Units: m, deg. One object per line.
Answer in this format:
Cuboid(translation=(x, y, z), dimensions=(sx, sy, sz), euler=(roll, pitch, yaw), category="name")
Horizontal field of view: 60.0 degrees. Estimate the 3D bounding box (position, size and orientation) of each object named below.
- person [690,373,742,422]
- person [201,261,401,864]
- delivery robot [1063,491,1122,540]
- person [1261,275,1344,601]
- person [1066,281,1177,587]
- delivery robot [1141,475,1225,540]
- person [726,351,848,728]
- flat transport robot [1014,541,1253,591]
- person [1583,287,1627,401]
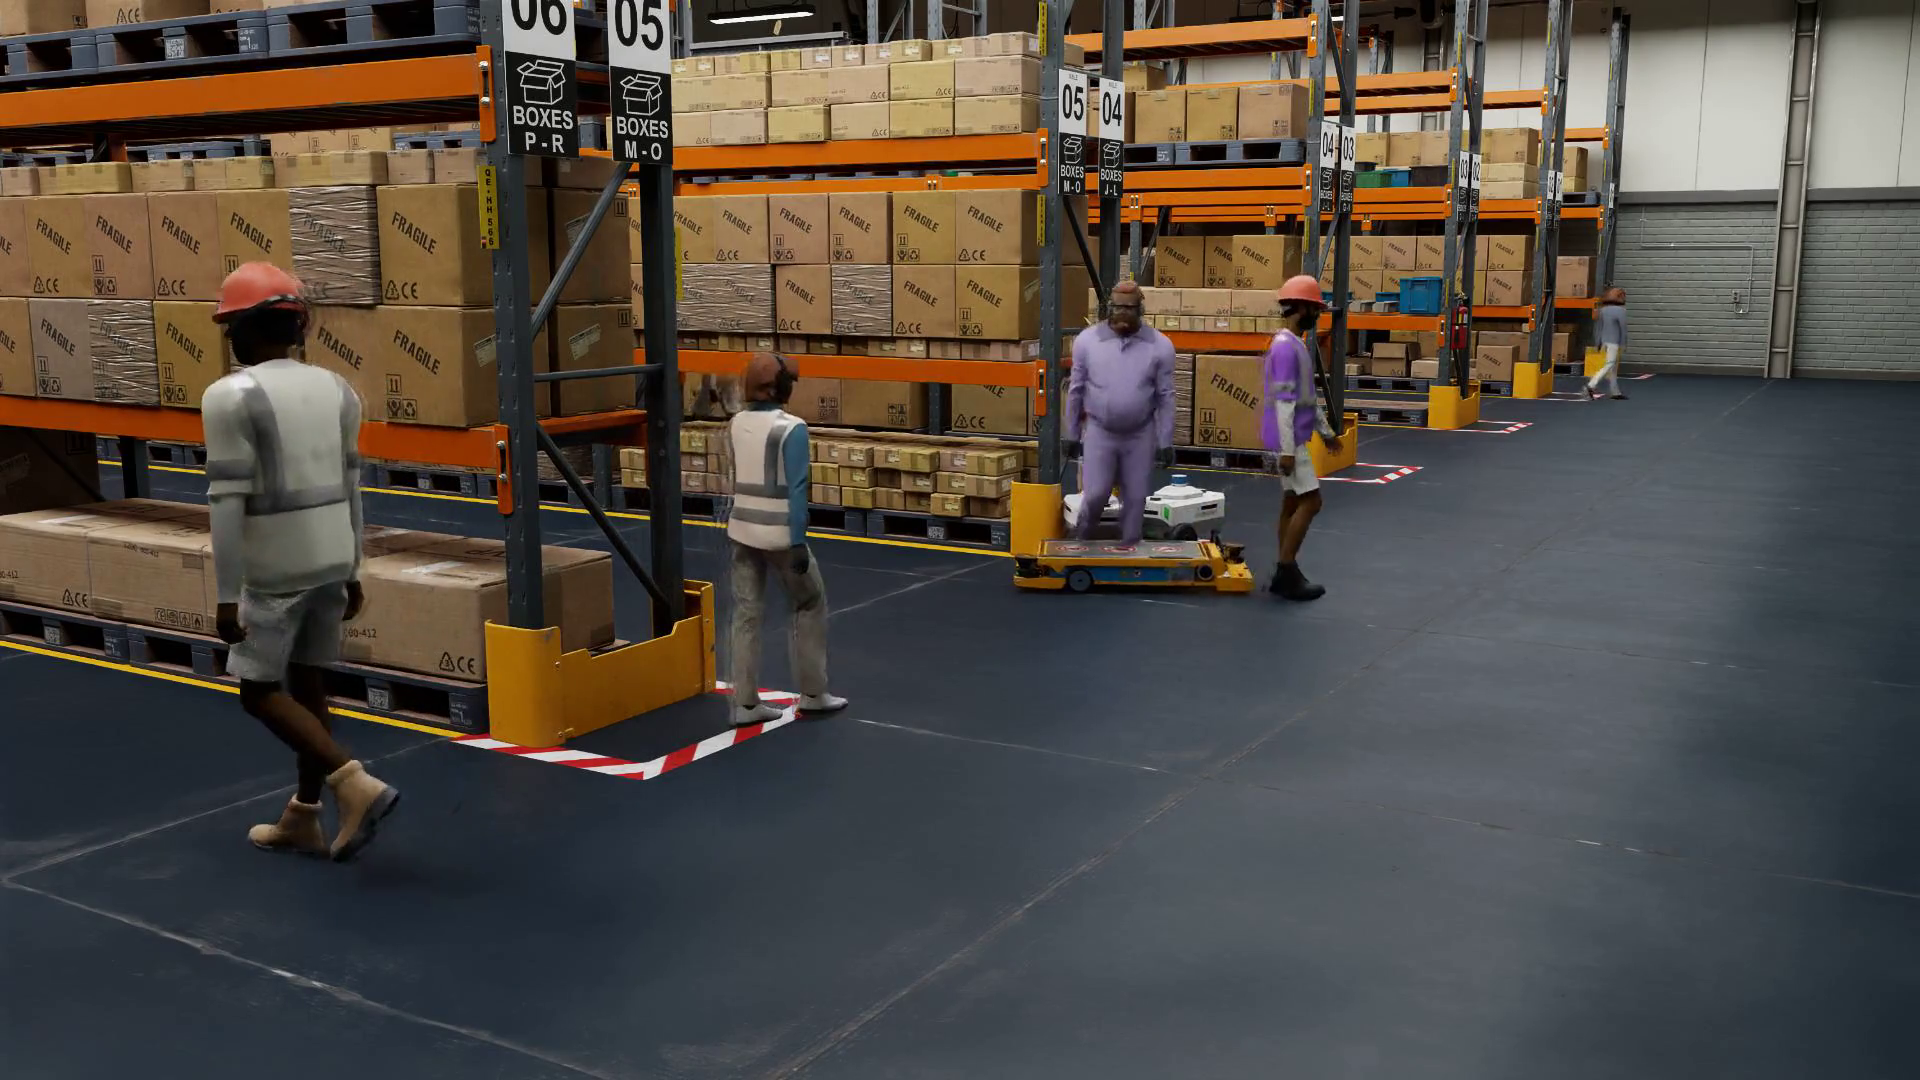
Cuboid(translation=(-2.260, -1.466, 15.017), dimensions=(0.970, 1.882, 0.550), euler=(5, 11, 27), category="person")
Cuboid(translation=(-2.163, 0.096, 5.497), dimensions=(0.689, 2.015, 0.620), euler=(5, 11, 26), category="person")
Cuboid(translation=(0.902, -0.161, 10.997), dimensions=(0.477, 0.478, 0.707), euler=(-1, 10, -7), category="delivery robot")
Cuboid(translation=(2.041, -0.598, 9.855), dimensions=(0.507, 1.922, 0.549), euler=(2, 10, 12), category="person")
Cuboid(translation=(0.992, -0.654, 10.295), dimensions=(0.660, 1.884, 0.536), euler=(0, 10, -2), category="person")
Cuboid(translation=(1.473, -0.198, 11.213), dimensions=(0.477, 0.478, 0.707), euler=(9, 13, 43), category="delivery robot")
Cuboid(translation=(-0.753, -0.010, 7.252), dimensions=(0.546, 1.612, 0.651), euler=(9, 13, 42), category="person")
Cuboid(translation=(1.061, 0.148, 10.290), dimensions=(1.431, 0.197, 0.652), euler=(1, 10, 4), category="flat transport robot")
Cuboid(translation=(9.097, -2.750, 23.348), dimensions=(0.743, 1.611, 0.515), euler=(-3, 10, -15), category="person")
